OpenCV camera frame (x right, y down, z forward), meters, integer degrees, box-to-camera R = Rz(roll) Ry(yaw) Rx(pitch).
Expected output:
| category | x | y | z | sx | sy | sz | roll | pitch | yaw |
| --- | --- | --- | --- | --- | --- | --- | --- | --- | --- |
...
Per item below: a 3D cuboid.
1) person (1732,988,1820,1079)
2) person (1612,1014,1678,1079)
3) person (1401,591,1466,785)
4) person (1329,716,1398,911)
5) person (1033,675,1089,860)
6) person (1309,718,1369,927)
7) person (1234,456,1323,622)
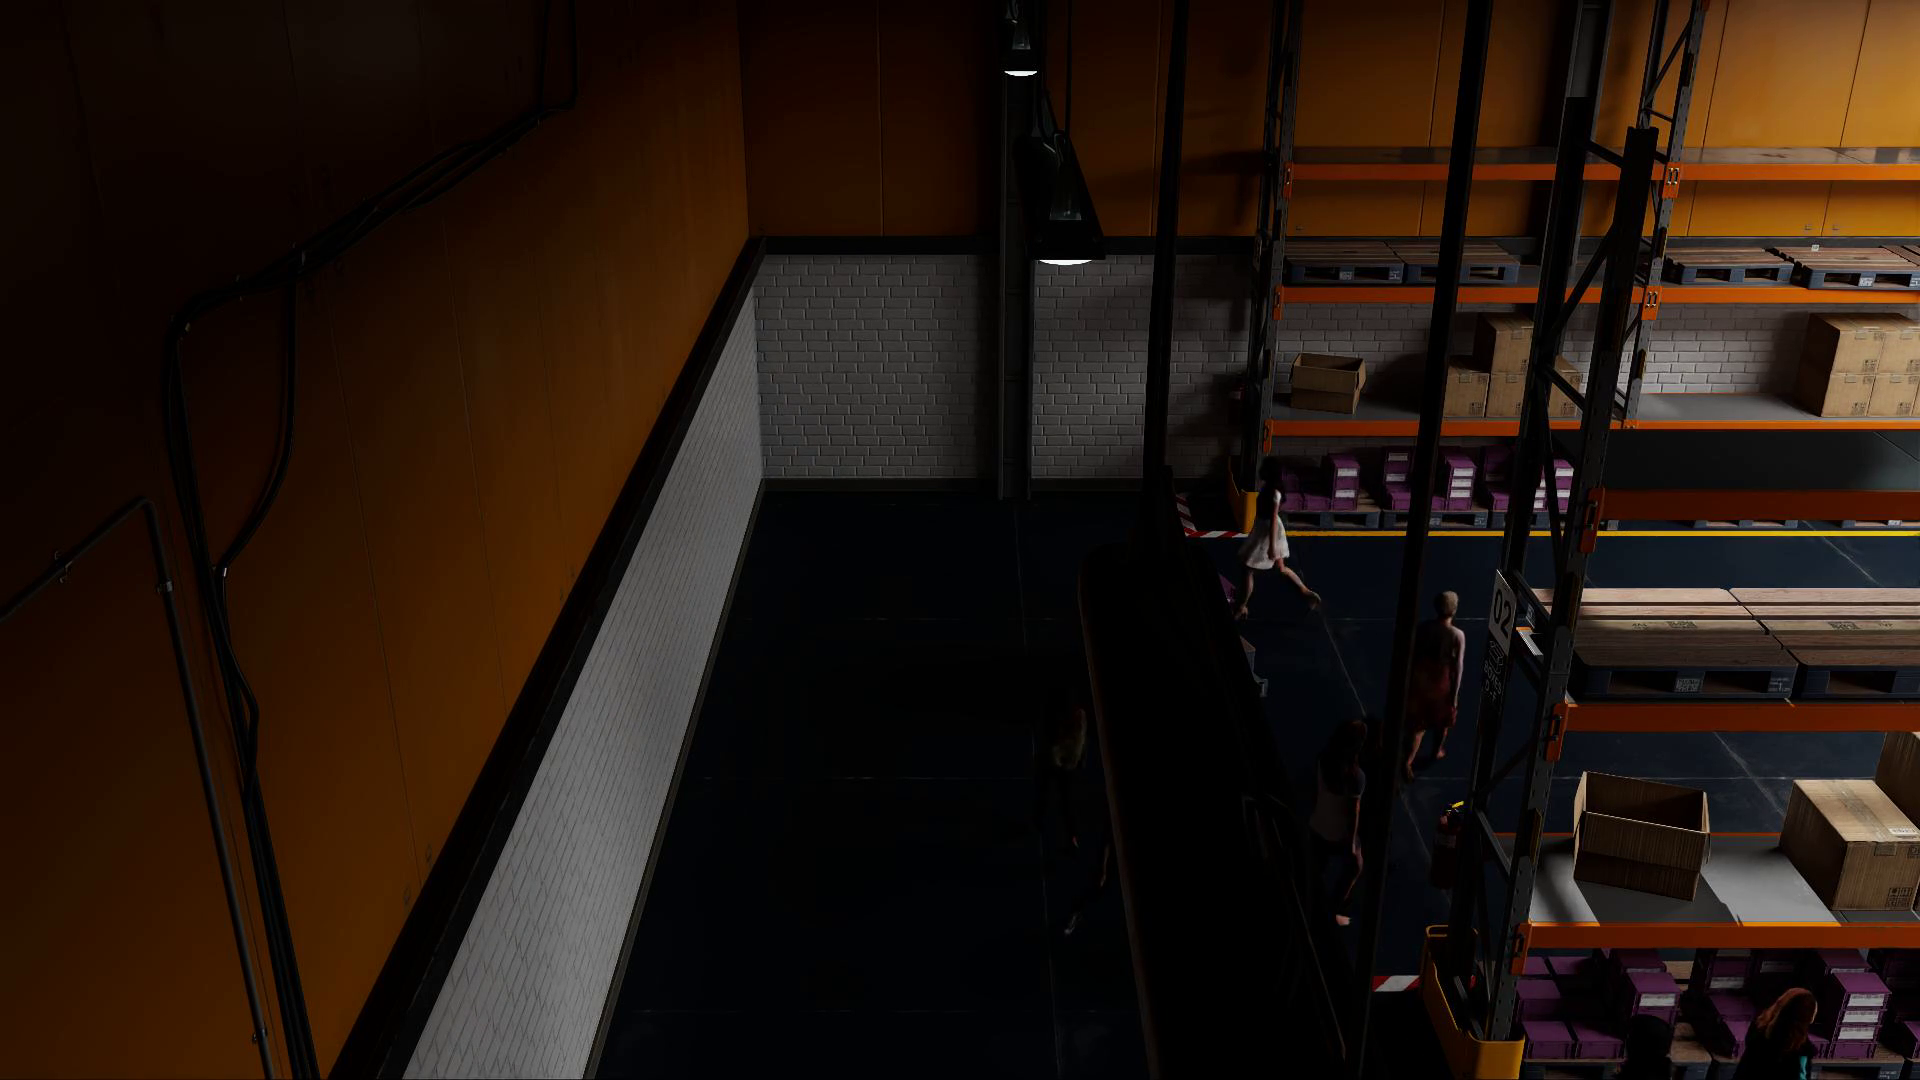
| category | x | y | z | sx | sy | sz | roll | pitch | yaw |
| --- | --- | --- | --- | --- | --- | --- | --- | --- | --- |
| person | 4.513 | 3.149 | 9.418 | 0.752 | 1.483 | 0.596 | 1 | 24 | 3 |
| person | 3.641 | 3.328 | 8.817 | 1.176 | 1.637 | 1.042 | 15 | 28 | 31 |
| person | 3.845 | 1.233 | 13.583 | 1.071 | 1.659 | 1.006 | 14 | 27 | 29 |
| person | 2.946 | 1.964 | 11.887 | 0.934 | 1.678 | 0.771 | -4 | 24 | -9 |
| person | 0.781 | 1.751 | 12.666 | 0.991 | 1.443 | 0.802 | -6 | 24 | -14 |
| person | 2.564 | 2.044 | 11.658 | 0.781 | 1.714 | 0.769 | -14 | 27 | -29 |
| person | 3.090 | 0.035 | 16.220 | 1.177 | 1.741 | 0.686 | 3 | 24 | 7 |
